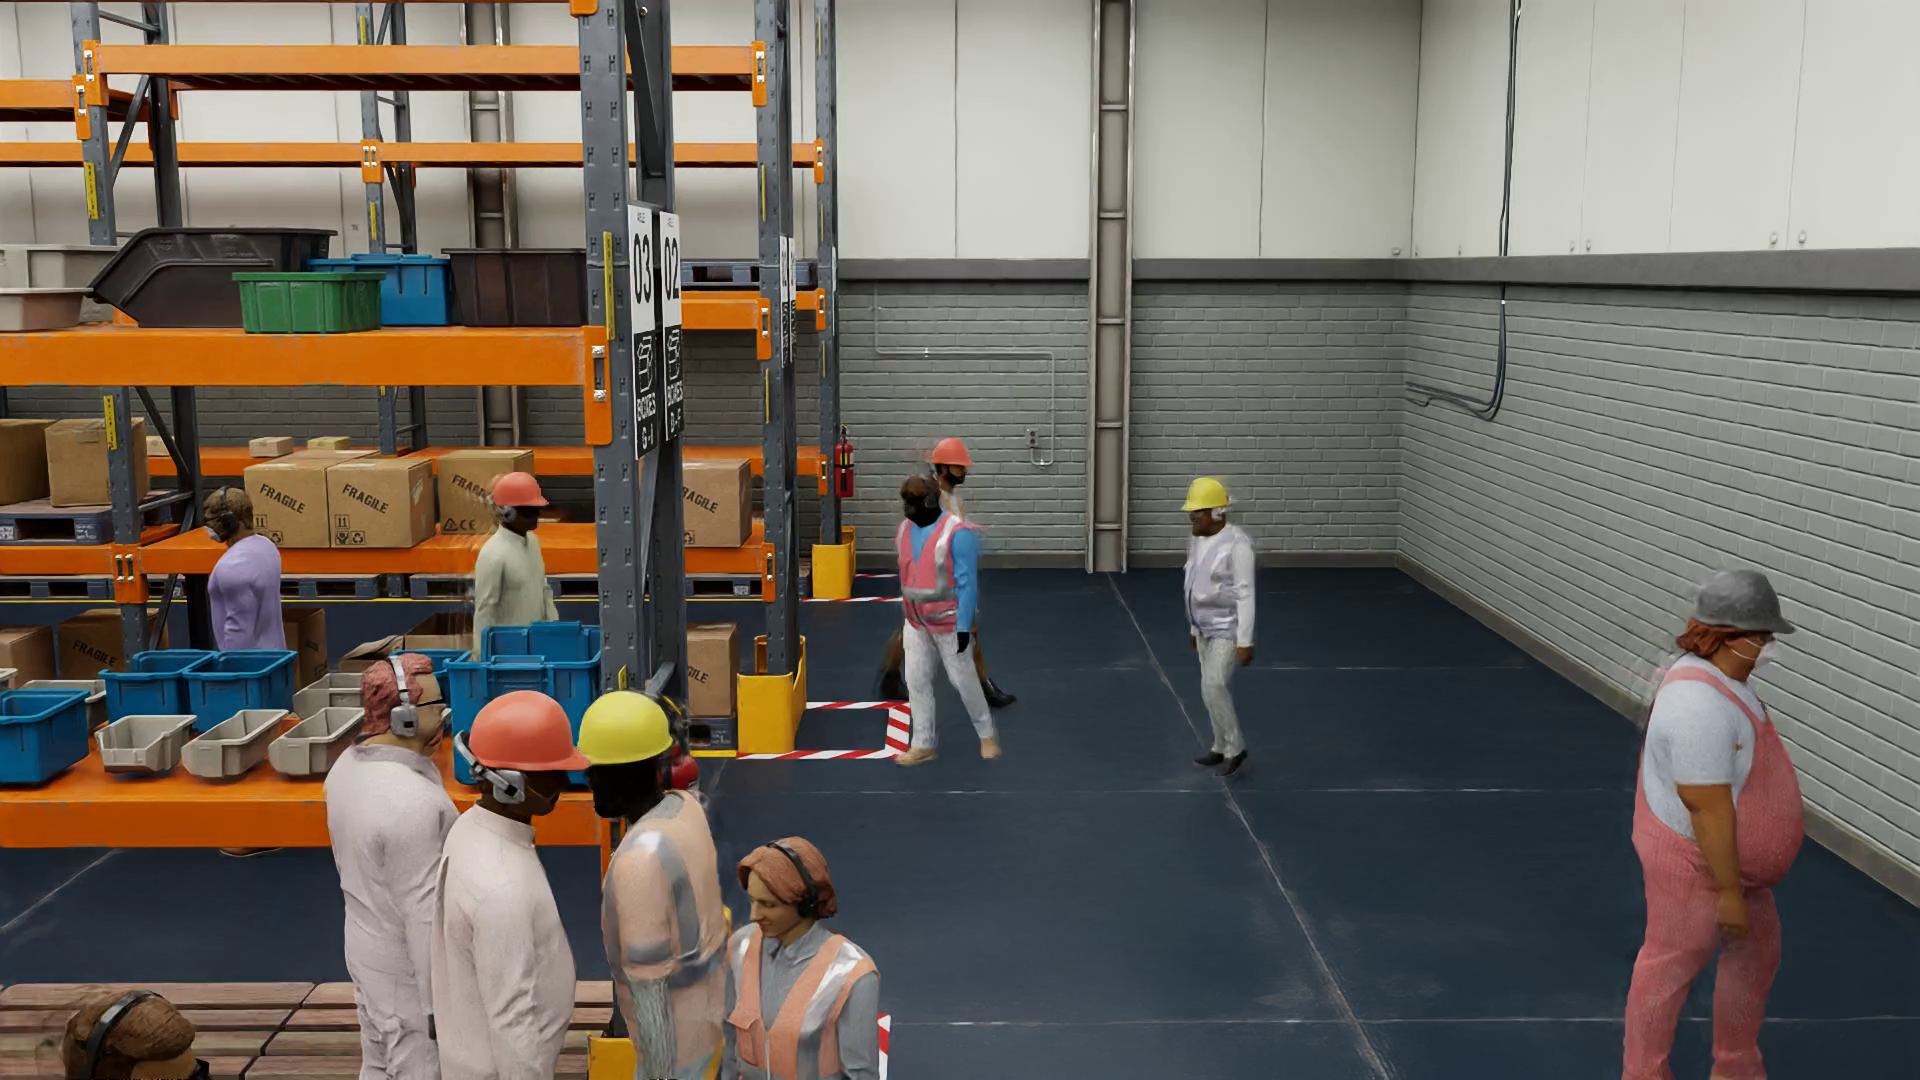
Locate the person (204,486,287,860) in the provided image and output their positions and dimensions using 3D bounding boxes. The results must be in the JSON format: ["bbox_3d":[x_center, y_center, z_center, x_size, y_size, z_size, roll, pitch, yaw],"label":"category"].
[{"bbox_3d":[-3.676,0.678,8.593,0.371,1.936,0.627,-1,9,-7],"label":"person"}]

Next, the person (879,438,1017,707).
[{"bbox_3d":[-0.134,0.232,11.524,1.037,1.885,0.554,5,11,30],"label":"person"}]

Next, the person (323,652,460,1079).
[{"bbox_3d":[-1.629,1.278,4.995,0.406,1.911,0.636,-7,12,-37],"label":"person"}]

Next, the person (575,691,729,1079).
[{"bbox_3d":[-0.709,1.344,4.652,0.736,1.900,0.589,0,9,3],"label":"person"}]

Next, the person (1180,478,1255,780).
[{"bbox_3d":[1.520,0.528,9.947,0.489,1.799,0.614,-4,10,-21],"label":"person"}]

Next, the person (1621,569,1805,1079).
[{"bbox_3d":[2.699,1.086,5.766,0.746,2.000,0.692,5,11,30],"label":"person"}]

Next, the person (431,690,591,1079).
[{"bbox_3d":[-1.144,1.355,4.318,0.410,1.980,0.626,-4,10,-21],"label":"person"}]

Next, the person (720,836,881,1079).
[{"bbox_3d":[-0.401,1.539,4.243,0.528,1.630,0.319,7,12,38],"label":"person"}]

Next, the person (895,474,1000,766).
[{"bbox_3d":[-0.074,0.480,10.232,0.644,1.810,0.682,8,12,41],"label":"person"}]

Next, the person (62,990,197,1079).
[{"bbox_3d":[-1.606,1.661,3.035,0.967,1.799,0.547,1,9,5],"label":"person"}]
